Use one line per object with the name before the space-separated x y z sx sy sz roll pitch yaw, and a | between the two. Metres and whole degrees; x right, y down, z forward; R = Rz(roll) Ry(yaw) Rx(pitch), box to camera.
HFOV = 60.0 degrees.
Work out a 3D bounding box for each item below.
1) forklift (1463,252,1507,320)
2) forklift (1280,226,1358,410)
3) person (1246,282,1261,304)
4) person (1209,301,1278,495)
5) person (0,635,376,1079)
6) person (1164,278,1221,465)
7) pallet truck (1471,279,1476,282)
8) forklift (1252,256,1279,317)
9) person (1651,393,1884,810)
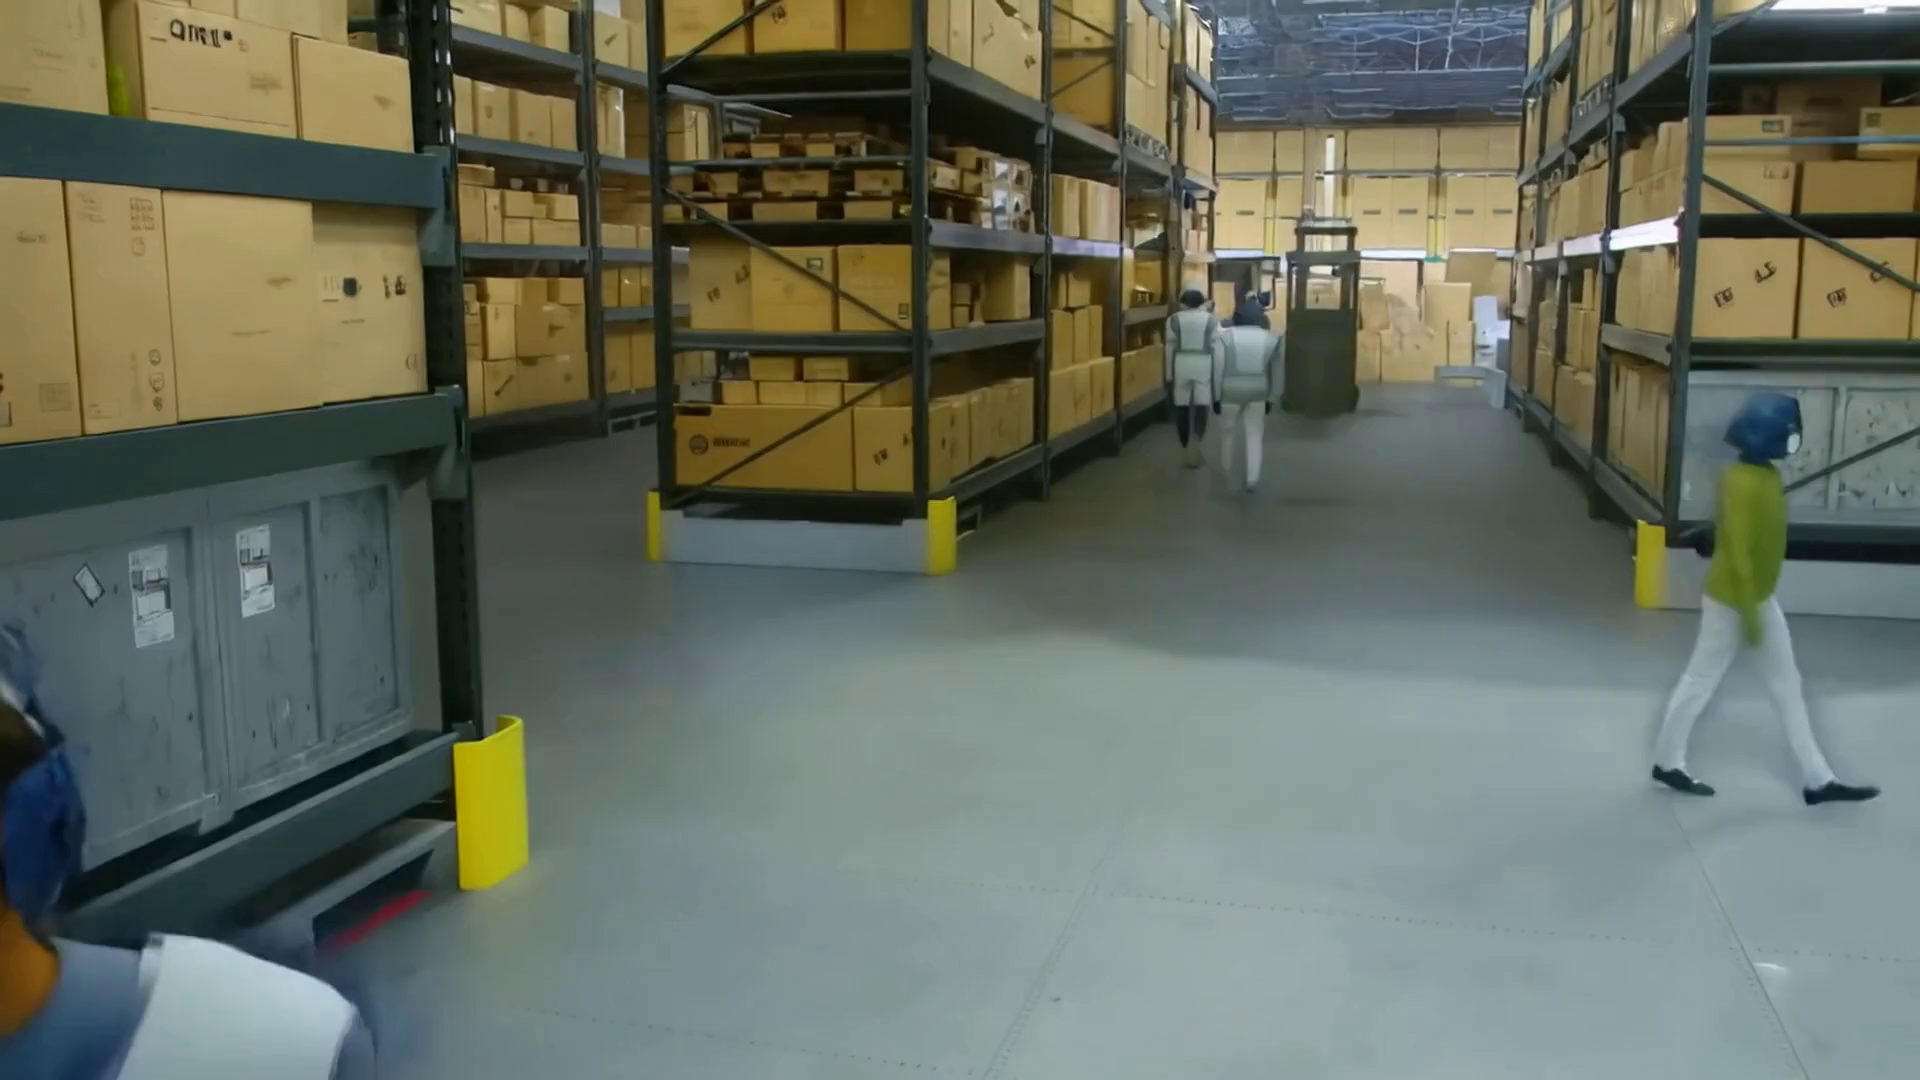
forklift | 15.695 -7.336 50.379 1.129 2.768 1.873 -2 9 -11
forklift | 5.661 -3.487 25.926 1.129 2.768 1.873 2 9 15
person | 10.941 -8.666 61.998 0.571 1.882 0.338 3 10 20
person | 2.663 -1.354 15.791 0.665 1.800 0.923 -1 9 -6
person | -0.721 0.946 1.179 0.596 1.793 0.951 -1 9 -5
person | 2.514 -1.802 17.936 0.643 2.029 0.719 1 9 9
pallet truck | 18.896 -8.459 60.307 1.885 1.965 0.823 5 10 31
forklift | 11.325 -9.117 61.693 1.129 2.768 1.873 2 9 15
person | 3.049 0.246 6.276 0.850 1.584 0.519 9 12 44
